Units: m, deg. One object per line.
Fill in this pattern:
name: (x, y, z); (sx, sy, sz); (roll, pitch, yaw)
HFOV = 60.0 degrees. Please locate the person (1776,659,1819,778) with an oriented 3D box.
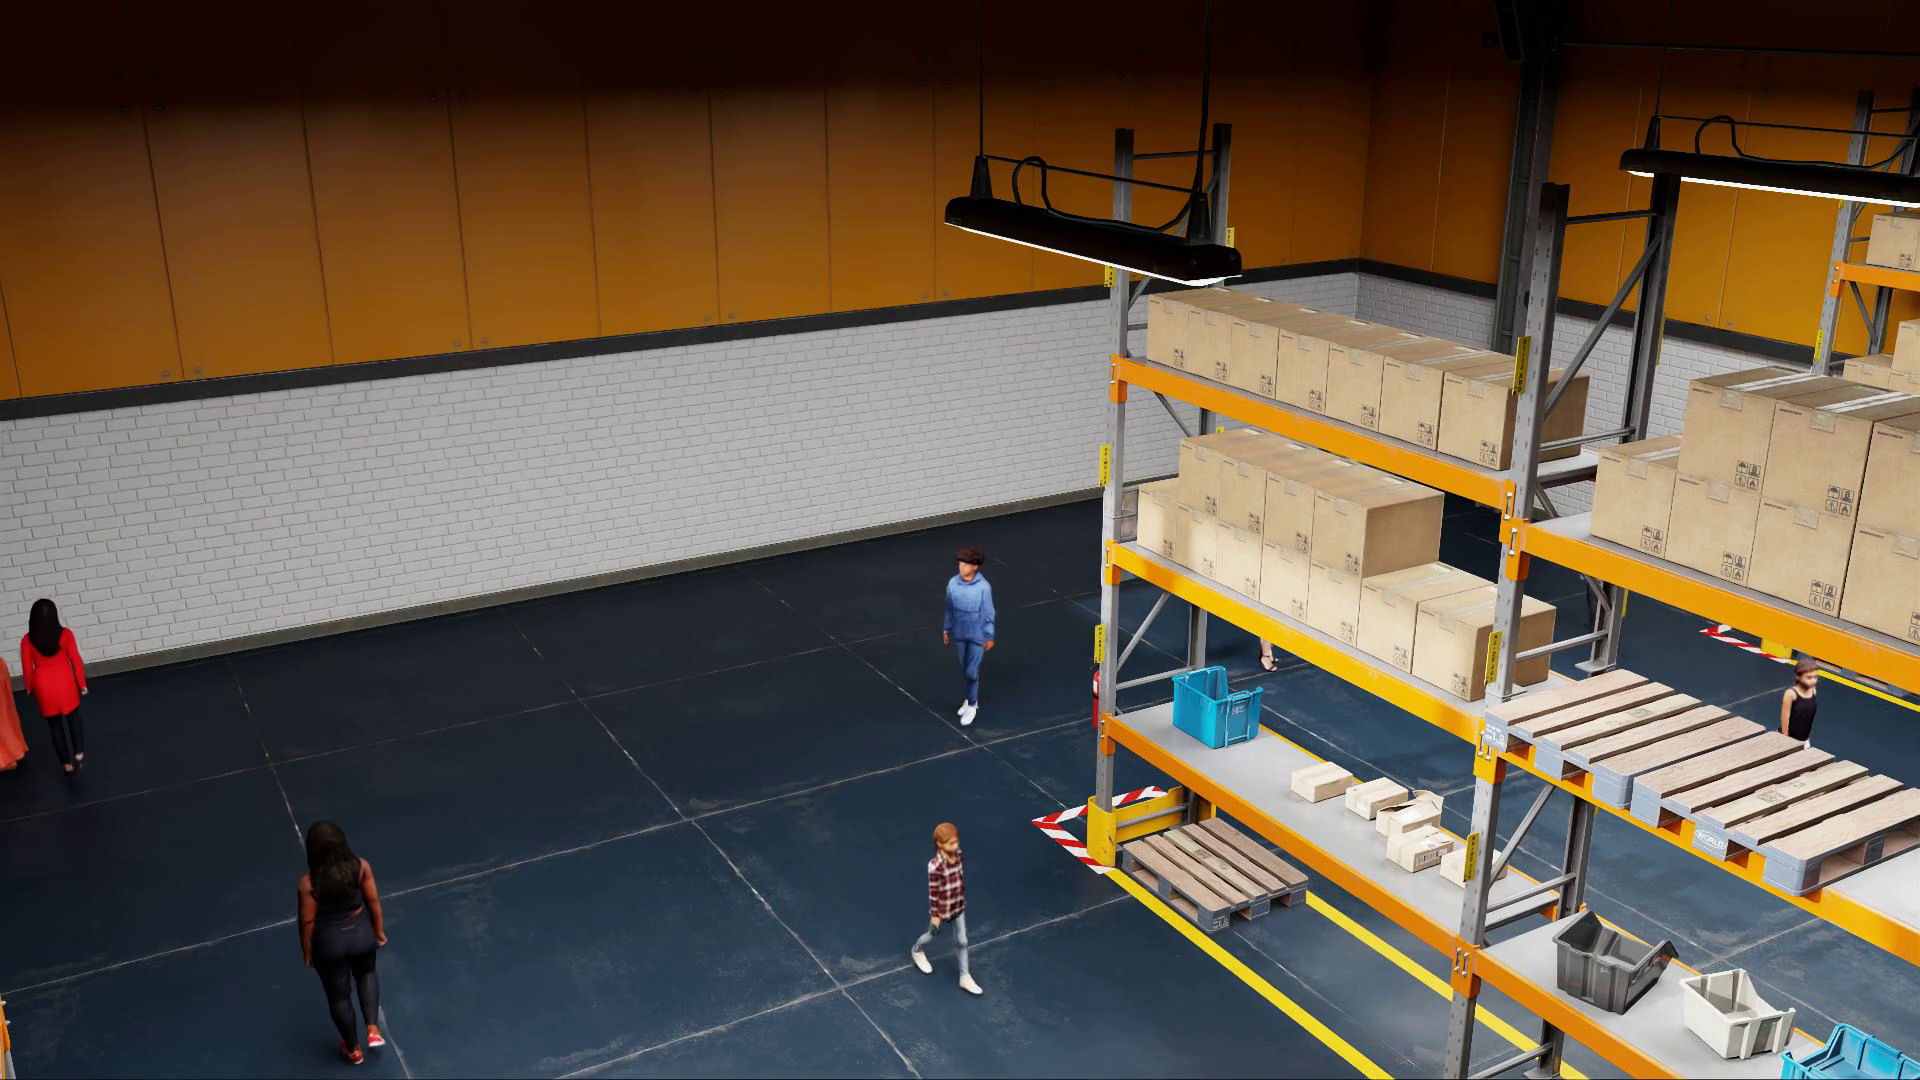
person: (7.191, 1.737, 14.473); (0.659, 1.536, 0.901); (-6, 20, -17)

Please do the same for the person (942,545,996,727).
person: (0.148, 0.895, 16.565); (0.823, 1.797, 0.900); (13, 22, 33)

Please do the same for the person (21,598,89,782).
person: (-8.232, 1.400, 15.165); (0.642, 1.734, 0.583); (-13, 22, -33)

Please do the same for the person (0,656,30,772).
person: (-9.002, 1.277, 15.427); (0.748, 1.799, 0.635); (-4, 19, -12)

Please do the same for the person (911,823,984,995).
person: (-0.153, 2.650, 12.162); (0.663, 1.281, 0.964); (-16, 25, -40)

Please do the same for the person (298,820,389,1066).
person: (-4.095, 2.727, 11.111); (0.712, 1.806, 0.694); (-12, 22, -32)
